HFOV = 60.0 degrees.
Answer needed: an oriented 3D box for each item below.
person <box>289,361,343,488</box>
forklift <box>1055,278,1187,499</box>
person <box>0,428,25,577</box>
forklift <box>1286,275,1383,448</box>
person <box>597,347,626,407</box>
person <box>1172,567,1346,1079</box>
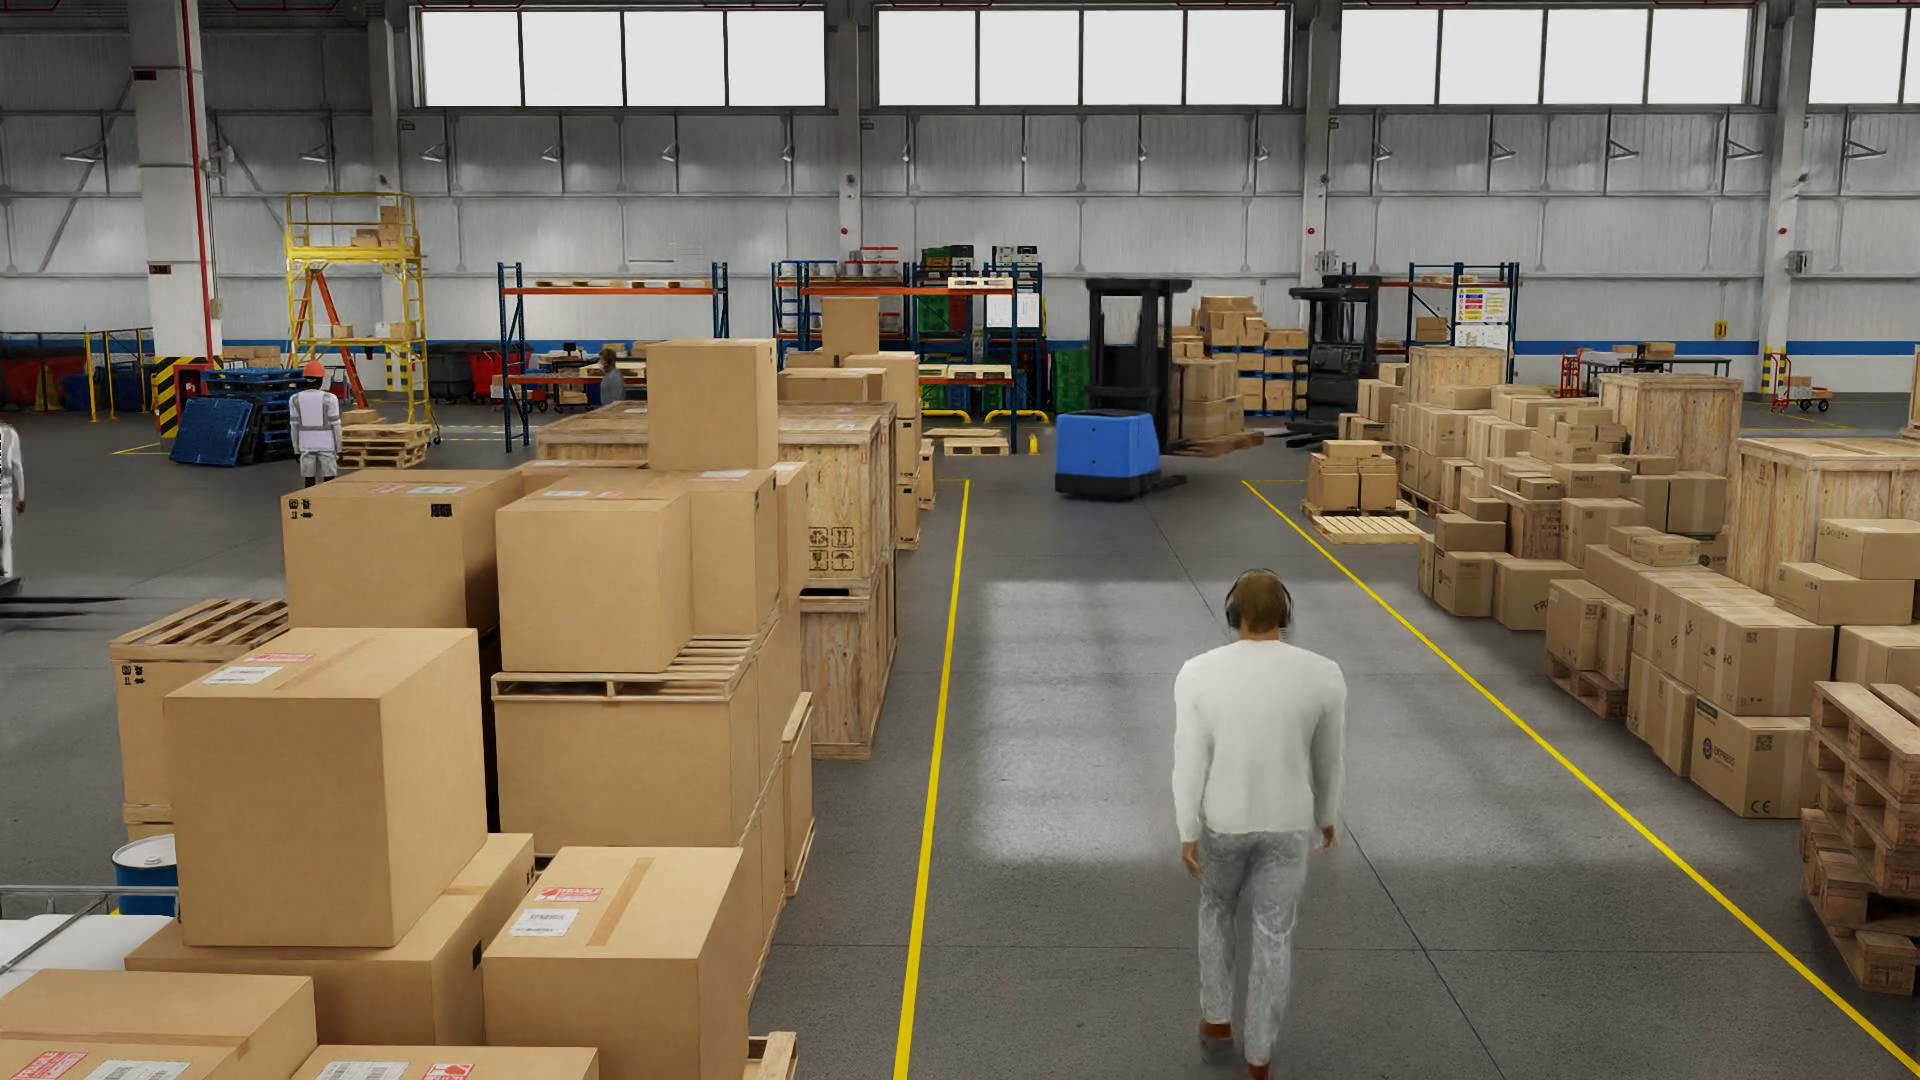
[{"bbox_3d":[-7.226,-1.048,18.728,0.552,1.936,0.360,-1,10,-5],"label":"person"},{"bbox_3d":[2.125,-2.041,21.864,1.129,2.768,1.873,6,11,30],"label":"forklift"},{"bbox_3d":[-8.828,-0.386,15.095,0.595,1.828,1.006,-5,11,-28],"label":"person"},{"bbox_3d":[6.314,-2.896,26.984,1.129,2.768,1.873,9,13,42],"label":"forklift"},{"bbox_3d":[-4.519,-1.542,21.690,0.354,1.936,0.635,-3,10,-18],"label":"person"},{"bbox_3d":[1.112,1.049,6.234,0.630,1.915,0.620,2,10,9],"label":"person"}]
